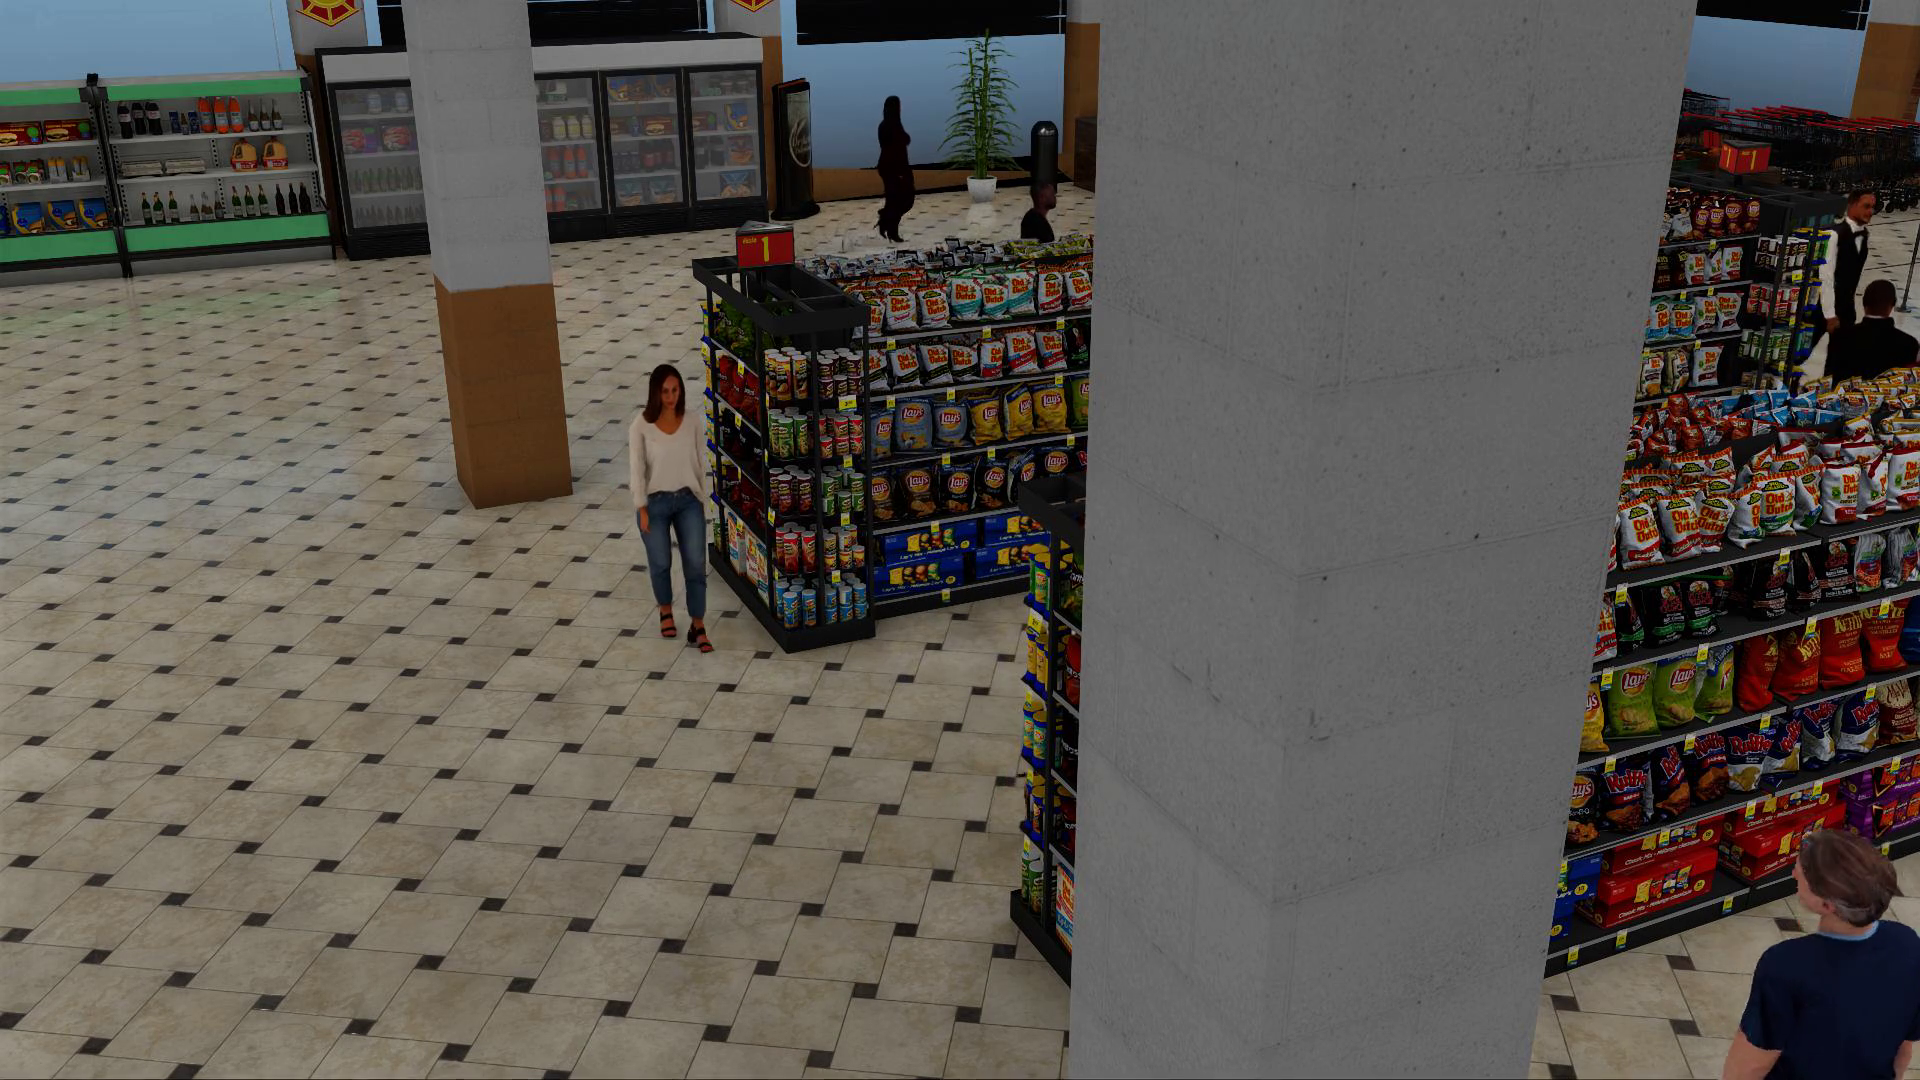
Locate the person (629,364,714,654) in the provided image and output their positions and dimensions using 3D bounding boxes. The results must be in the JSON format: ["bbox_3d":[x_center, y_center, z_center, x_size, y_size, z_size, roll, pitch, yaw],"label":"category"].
[{"bbox_3d":[-1.692,-0.221,9.544,0.760,1.662,0.713,-7,23,-17],"label":"person"}]

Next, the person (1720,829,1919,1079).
[{"bbox_3d":[2.396,1.623,4.677,0.647,1.869,0.813,3,22,7],"label":"person"}]

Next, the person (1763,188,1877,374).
[{"bbox_3d":[6.893,-1.878,13.385,1.290,1.873,0.814,-8,23,-19],"label":"person"}]

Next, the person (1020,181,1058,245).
[{"bbox_3d":[0.557,-2.100,14.063,1.313,1.778,1.010,0,22,0],"label":"person"}]

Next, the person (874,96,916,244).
[{"bbox_3d":[-0.857,-4.363,19.743,0.722,1.745,0.666,-10,24,-23],"label":"person"}]

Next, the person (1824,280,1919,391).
[{"bbox_3d":[5.528,-0.642,10.281,0.851,1.894,0.910,11,24,25],"label":"person"}]
